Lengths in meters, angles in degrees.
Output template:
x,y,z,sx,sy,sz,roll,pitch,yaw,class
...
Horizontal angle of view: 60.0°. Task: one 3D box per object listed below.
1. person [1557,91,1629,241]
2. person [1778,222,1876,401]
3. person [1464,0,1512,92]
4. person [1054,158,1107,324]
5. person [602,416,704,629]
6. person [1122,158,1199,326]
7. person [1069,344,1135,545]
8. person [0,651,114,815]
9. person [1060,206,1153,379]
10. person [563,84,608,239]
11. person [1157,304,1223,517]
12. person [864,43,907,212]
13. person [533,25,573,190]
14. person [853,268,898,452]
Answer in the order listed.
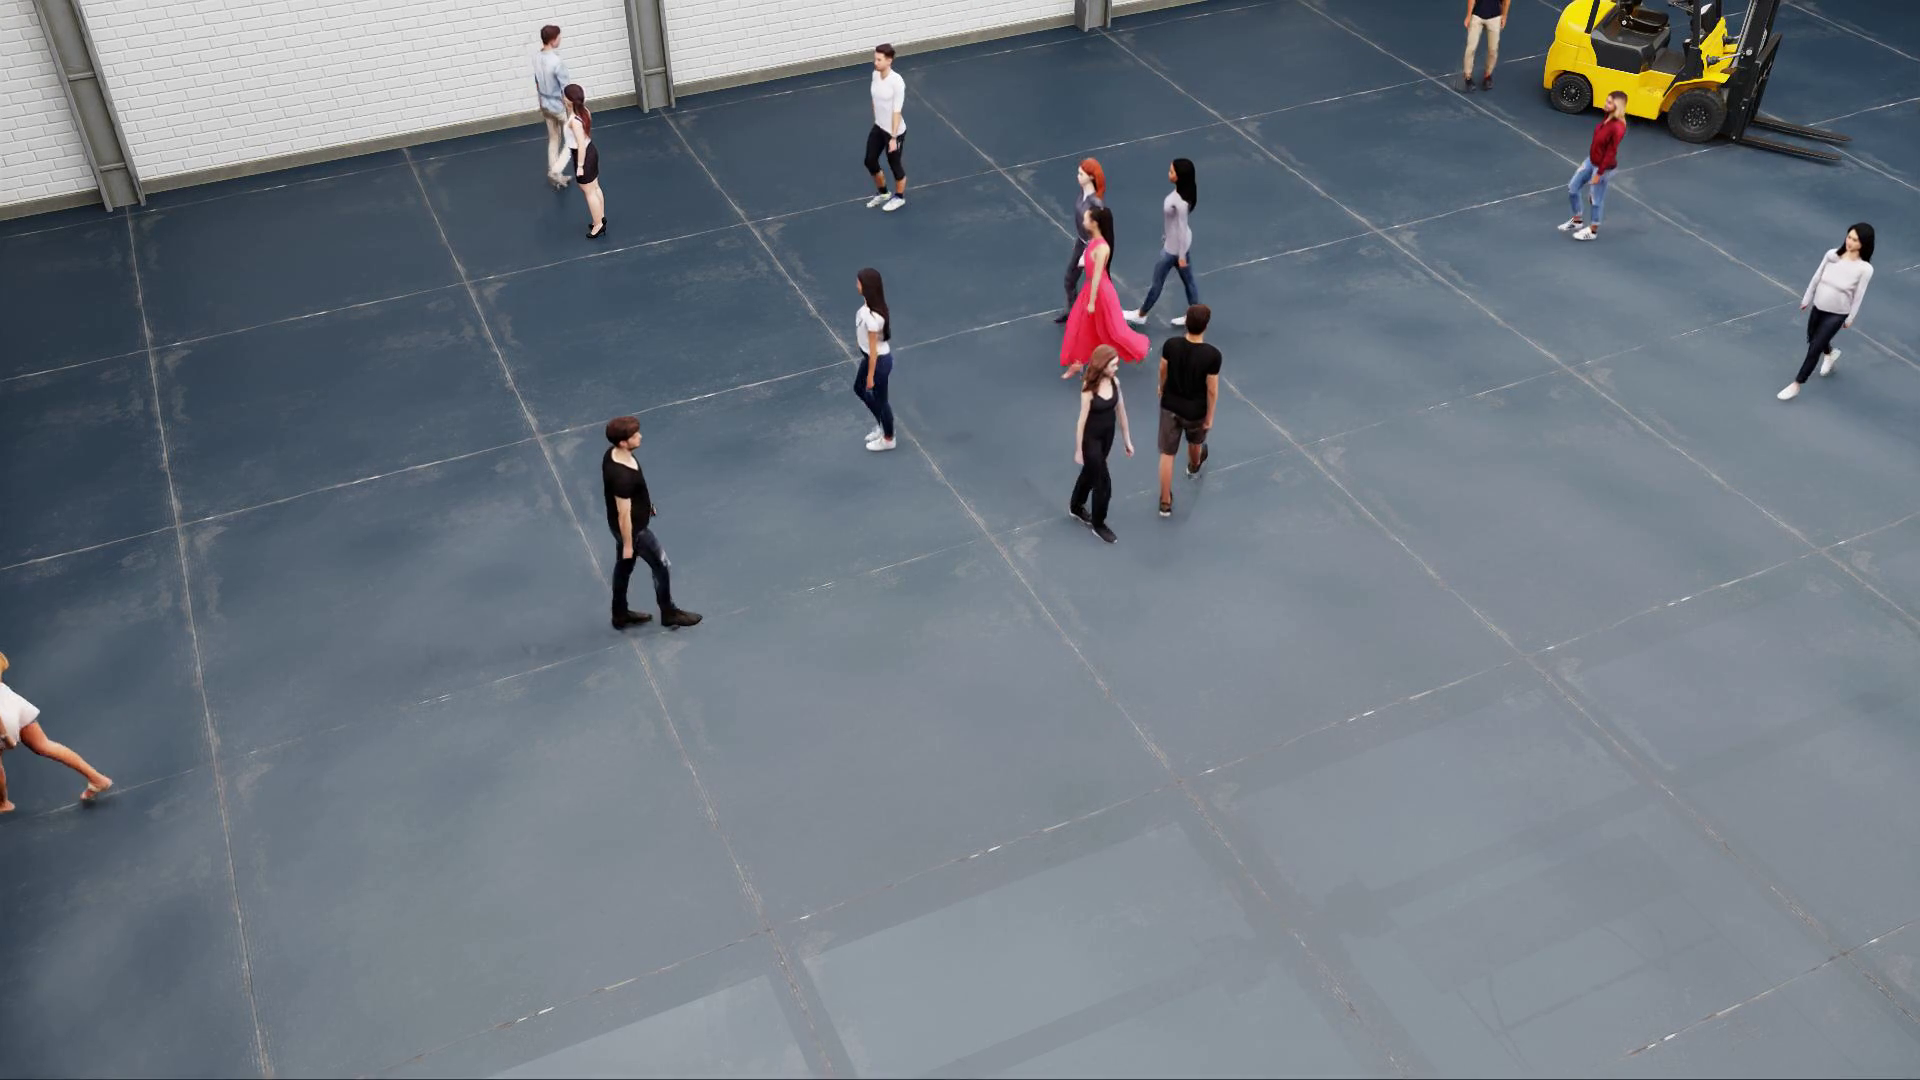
x,y,z,sx,sy,sz,roll,pitch,yaw,class
6.618,-3.817,17.028,0.711,1.620,0.689,-4,39,-4,person
7.790,-2.053,14.776,1.065,1.674,0.691,-21,43,-24,person
6.312,-6.302,19.986,0.789,1.811,0.861,2,39,2,person
1.312,-2.765,15.599,0.703,1.760,0.617,-17,42,-20,person
-2.496,-0.083,12.150,0.911,1.871,0.715,-13,40,-16,person
2.145,-2.744,15.617,1.115,1.705,0.998,7,39,9,person
1.011,-0.840,13.221,0.805,1.720,0.835,31,48,33,person
-6.107,1.150,10.780,1.209,1.655,0.844,-4,39,-5,person
1.326,-2.179,14.919,1.143,1.693,0.793,-6,39,-8,person
-3.861,-3.900,17.110,0.635,1.648,0.636,0,39,0,person
1.766,-1.009,13.353,1.161,1.819,1.214,12,40,14,person
-0.688,-4.362,17.535,0.778,1.839,0.765,-32,48,-34,person
-4.370,-4.585,17.822,0.860,1.830,0.890,24,44,27,person
-0.605,-1.497,14.007,0.686,1.764,0.694,-4,39,-5,person
